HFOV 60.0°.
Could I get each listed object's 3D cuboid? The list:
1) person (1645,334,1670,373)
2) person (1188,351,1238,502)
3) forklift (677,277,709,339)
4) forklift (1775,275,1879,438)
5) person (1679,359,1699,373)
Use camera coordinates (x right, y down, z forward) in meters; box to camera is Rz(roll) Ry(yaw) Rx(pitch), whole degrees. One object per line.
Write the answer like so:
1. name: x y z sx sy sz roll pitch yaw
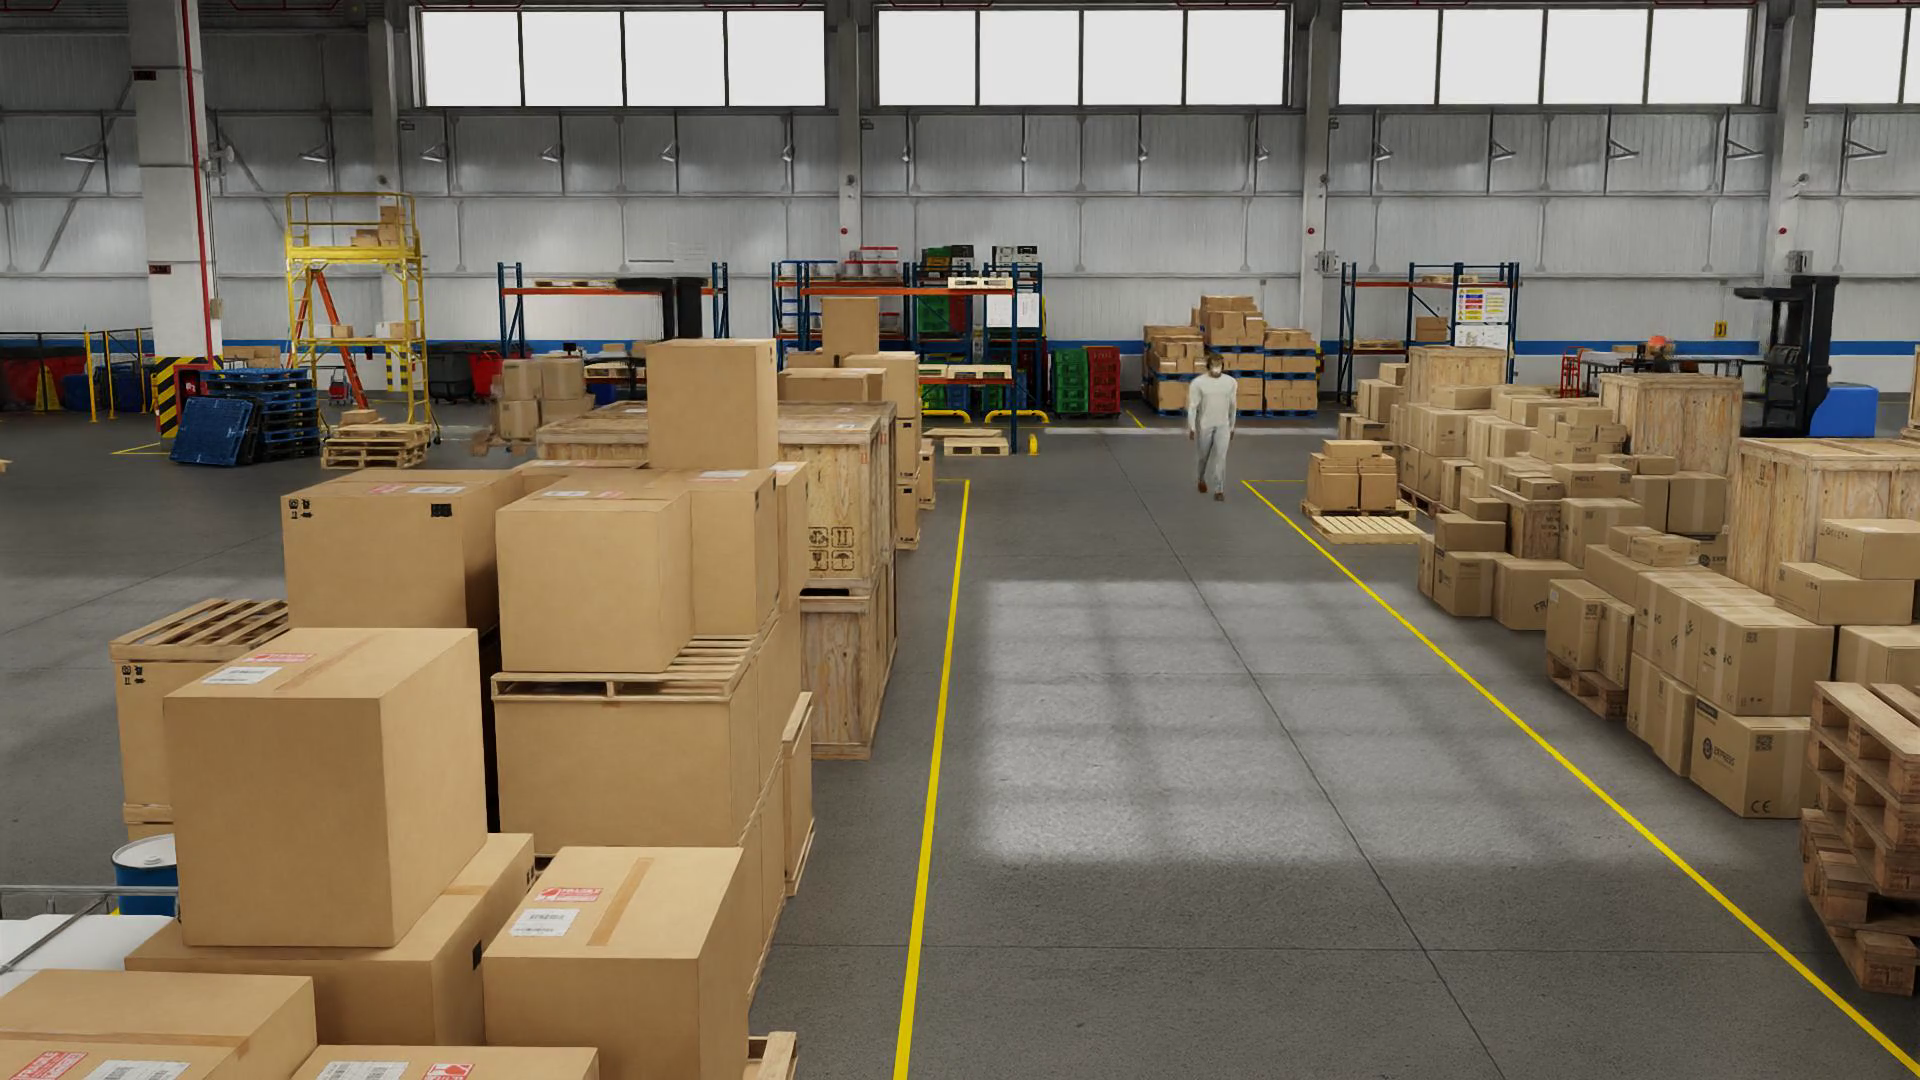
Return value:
1. person: 10.635 -2.141 25.235 0.995 1.958 0.625 4 10 24
2. person: 3.242 -1.480 21.425 0.638 1.910 0.896 0 9 -3
3. forklift: -3.855 -2.395 23.983 1.873 2.768 1.129 -2 10 -12
4. forklift: 13.453 -2.795 26.378 1.873 2.768 1.129 0 9 1
5. person: 9.012 -1.325 20.679 0.634 1.841 0.429 -3 10 -18
